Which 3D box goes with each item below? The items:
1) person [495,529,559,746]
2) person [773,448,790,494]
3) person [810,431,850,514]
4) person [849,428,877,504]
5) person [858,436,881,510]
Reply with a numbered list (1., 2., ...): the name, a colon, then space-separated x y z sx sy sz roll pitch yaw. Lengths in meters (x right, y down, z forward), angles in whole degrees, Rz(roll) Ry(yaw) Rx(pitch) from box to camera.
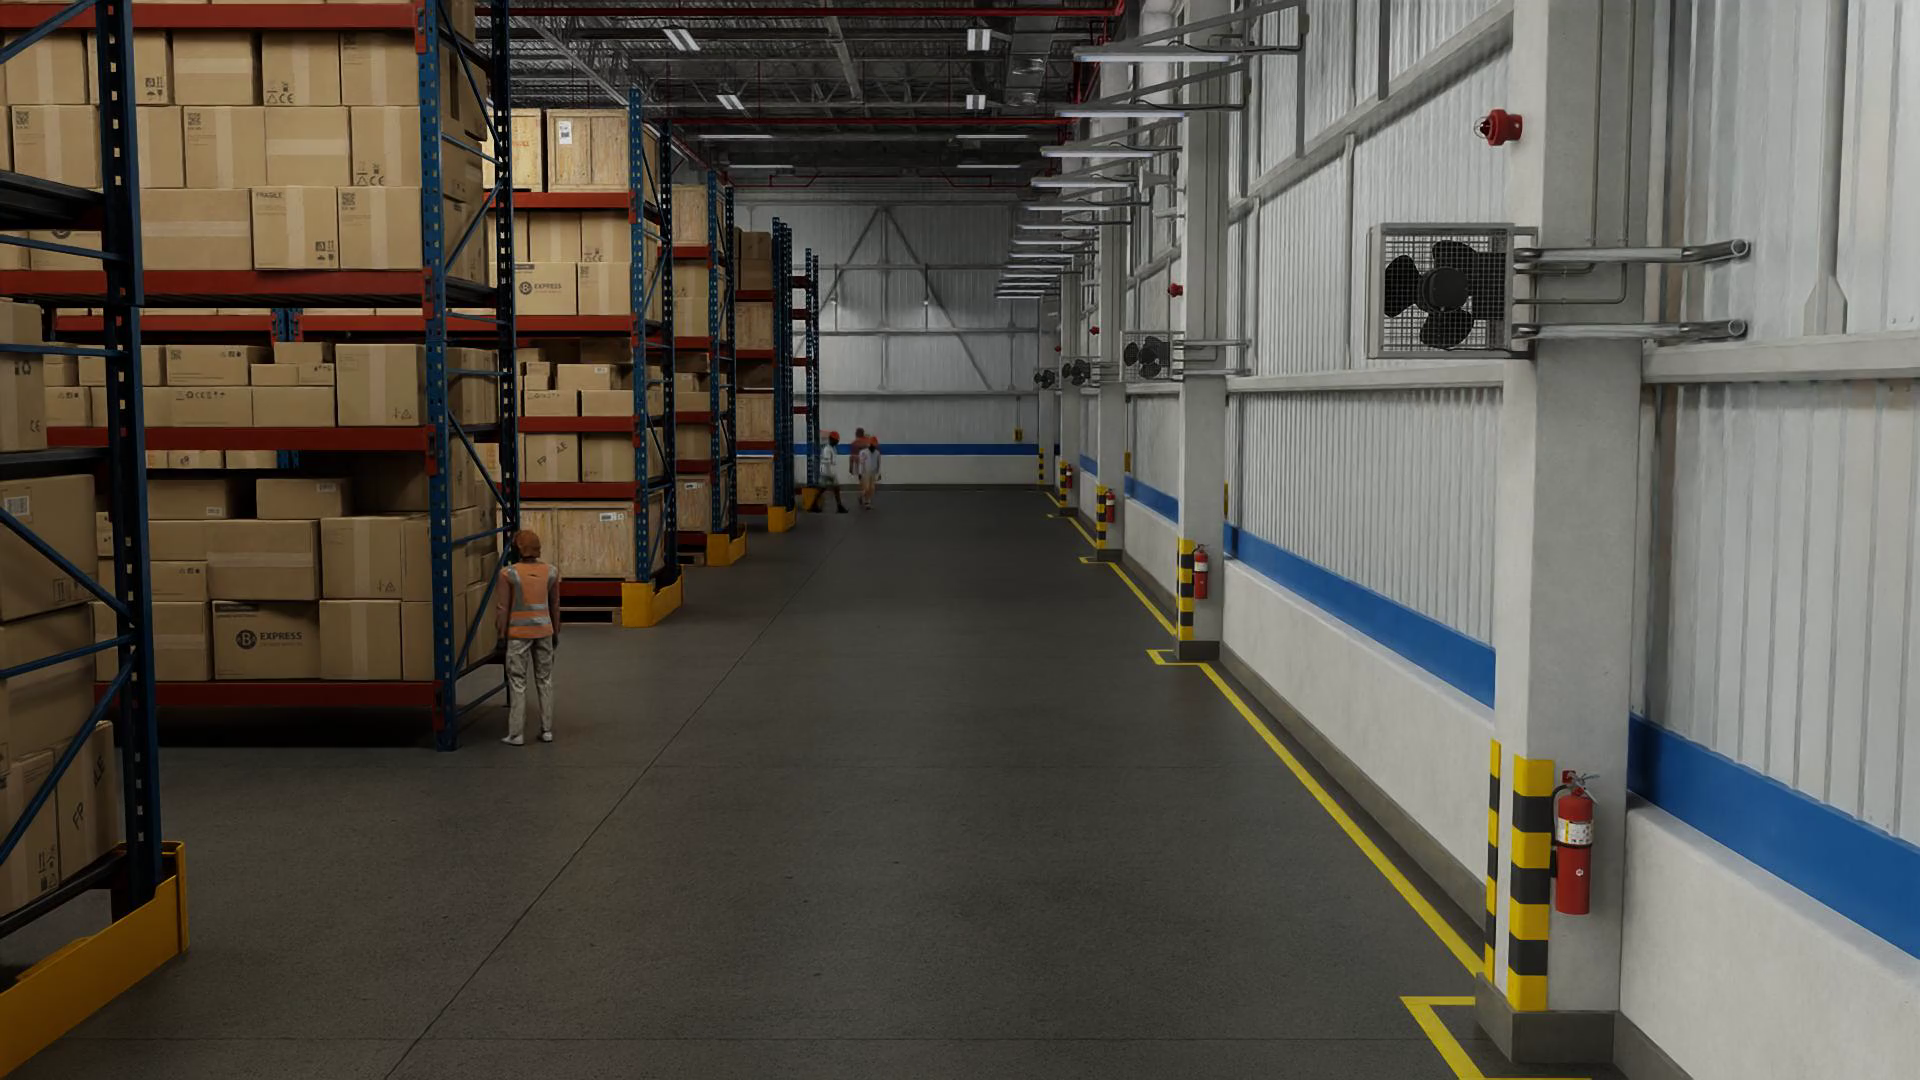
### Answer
1. person: -3.257 0.735 12.549 0.518 1.632 0.314 -4 7 -42
2. person: -3.829 -1.287 35.719 0.430 1.705 0.470 4 7 41
3. person: -2.978 -1.525 37.490 0.980 1.883 0.553 2 5 22
4. person: -2.449 -1.799 40.727 0.663 1.860 0.908 -3 6 -35
5. person: -2.077 -1.544 38.522 0.575 1.724 0.432 -3 6 -35
